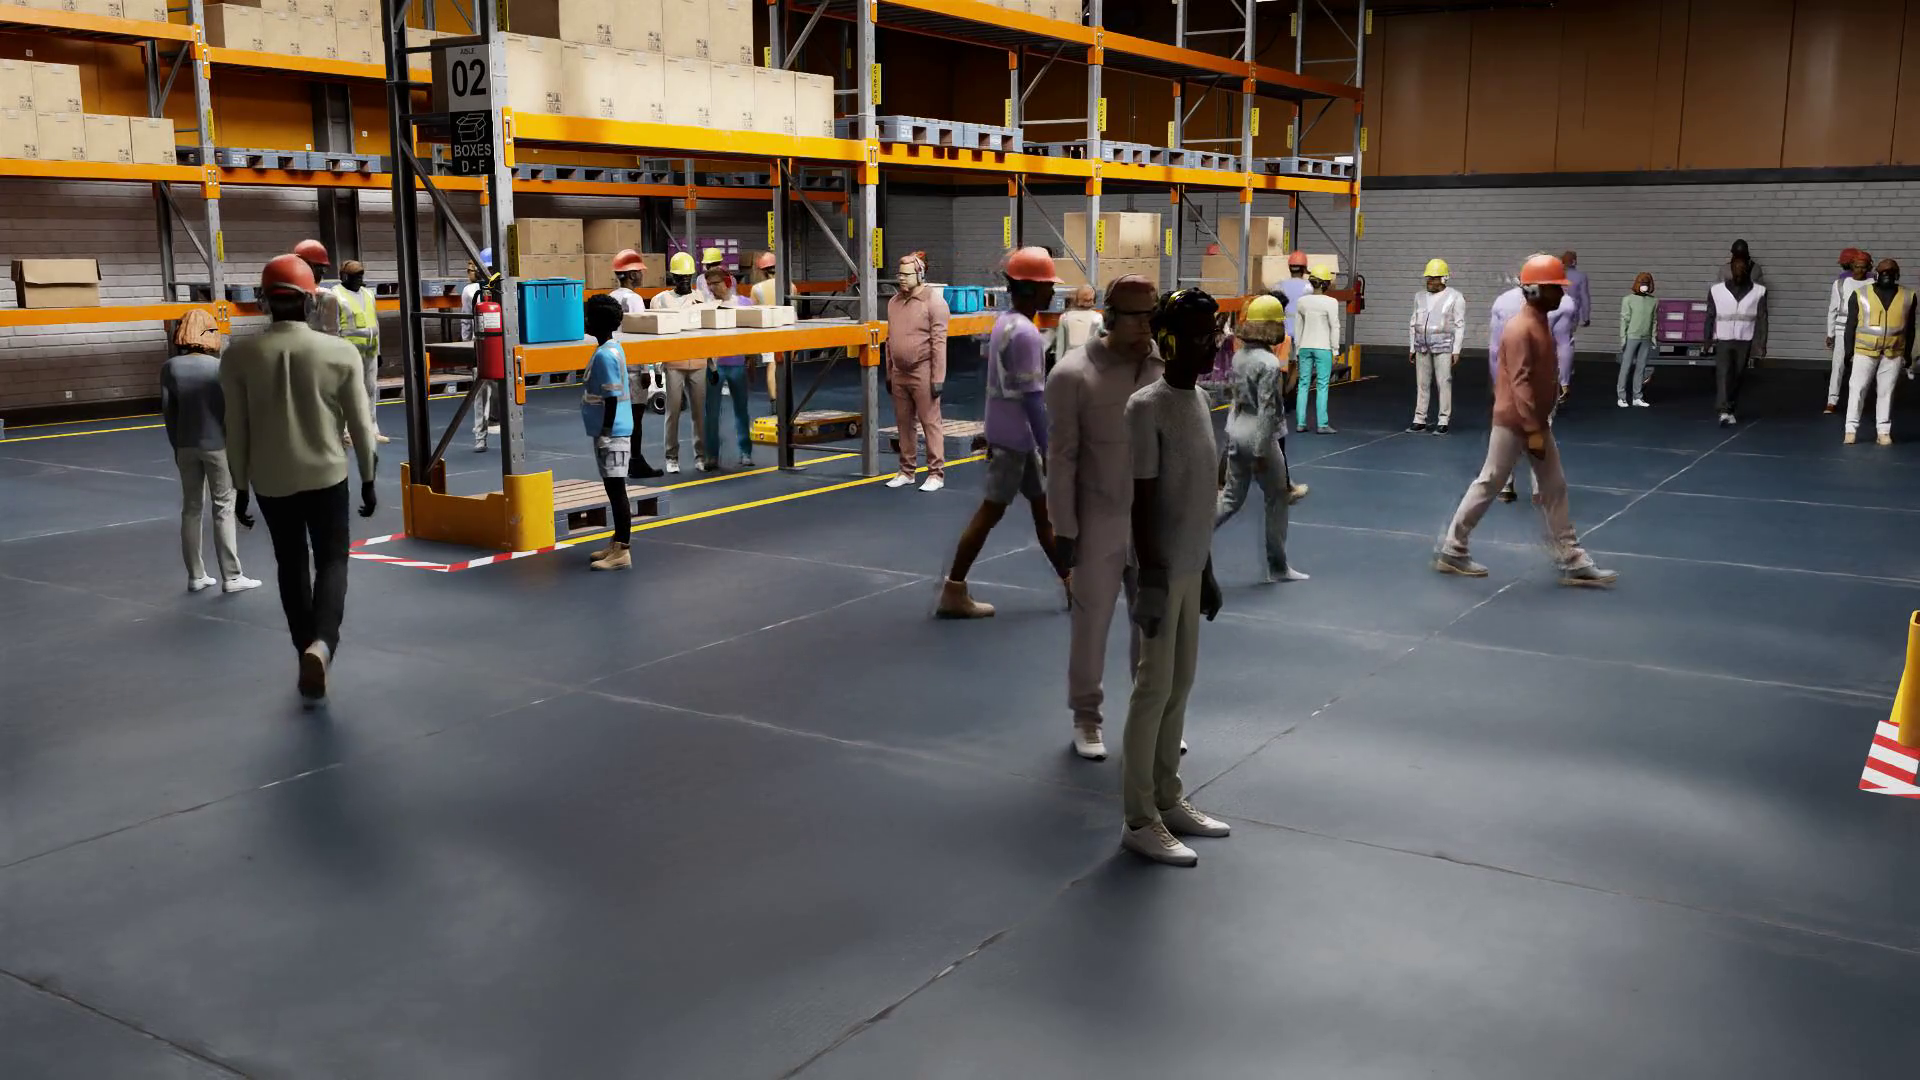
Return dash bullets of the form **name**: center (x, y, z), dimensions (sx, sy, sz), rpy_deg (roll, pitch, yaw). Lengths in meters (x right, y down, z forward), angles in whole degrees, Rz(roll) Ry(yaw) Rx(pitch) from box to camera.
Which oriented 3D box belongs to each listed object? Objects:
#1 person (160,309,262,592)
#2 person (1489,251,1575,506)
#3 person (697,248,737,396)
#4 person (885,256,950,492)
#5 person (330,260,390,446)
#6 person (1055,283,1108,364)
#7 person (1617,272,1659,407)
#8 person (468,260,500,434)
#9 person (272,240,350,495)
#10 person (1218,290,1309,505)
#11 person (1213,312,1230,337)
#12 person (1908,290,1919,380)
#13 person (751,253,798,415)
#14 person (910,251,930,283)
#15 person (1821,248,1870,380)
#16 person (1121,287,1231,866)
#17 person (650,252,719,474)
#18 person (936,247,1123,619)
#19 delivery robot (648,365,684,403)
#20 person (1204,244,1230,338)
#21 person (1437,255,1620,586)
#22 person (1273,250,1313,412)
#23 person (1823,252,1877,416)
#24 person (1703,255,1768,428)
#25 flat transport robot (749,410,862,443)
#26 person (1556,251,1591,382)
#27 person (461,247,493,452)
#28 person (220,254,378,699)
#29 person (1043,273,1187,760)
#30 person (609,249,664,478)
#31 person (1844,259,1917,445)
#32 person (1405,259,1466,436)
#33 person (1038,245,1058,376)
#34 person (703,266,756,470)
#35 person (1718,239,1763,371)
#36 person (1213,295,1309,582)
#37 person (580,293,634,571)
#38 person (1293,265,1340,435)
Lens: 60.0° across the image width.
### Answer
- **person**: center (-4.331, -0.508, 9.575), dimensions (0.500, 1.633, 0.285), rpy_deg (3, 11, 14)
- **person**: center (4.362, -1.226, 12.712), dimensions (0.635, 1.936, 0.353), rpy_deg (8, 13, 38)
- **person**: center (-3.184, -2.836, 21.682), dimensions (0.585, 1.920, 0.383), rpy_deg (3, 11, 18)
- **person**: center (-0.378, -1.343, 13.488), dimensions (0.640, 1.899, 0.395), rpy_deg (9, 14, 41)
- **person**: center (-5.951, -1.836, 16.398), dimensions (0.429, 1.832, 0.631), rpy_deg (5, 11, 24)
- **person**: center (1.157, -1.546, 15.353), dimensions (0.517, 1.620, 0.604), rpy_deg (6, 12, 29)
- **person**: center (8.250, -2.428, 20.214), dimensions (0.501, 1.631, 0.287), rpy_deg (-2, 11, -13)
- **person**: center (-4.973, -2.033, 17.438), dimensions (0.344, 1.847, 0.507), rpy_deg (0, 10, -1)
- **person**: center (-5.028, -1.306, 12.912), dimensions (0.629, 2.018, 0.598), rpy_deg (2, 10, 11)
- **person**: center (2.275, -1.053, 12.538), dimensions (0.895, 1.632, 0.593), rpy_deg (-9, 13, -40)
- **person**: center (3.845, -3.230, 24.648), dimensions (0.310, 1.636, 0.523), rpy_deg (1, 10, 7)
- **person**: center (13.541, -2.967, 23.252), dimensions (0.528, 1.612, 0.504), rpy_deg (3, 11, 14)
- **person**: center (-2.164, -2.401, 19.427), dimensions (0.544, 1.875, 0.998), rpy_deg (-1, 10, -7)
- **person**: center (-0.507, -2.601, 20.476), dimensions (0.354, 1.884, 0.576), rpy_deg (4, 11, 23)
- **person**: center (12.786, -3.228, 23.906), dimensions (0.687, 1.905, 0.568), rpy_deg (-4, 11, -22)
- **person**: center (0.721, 0.113, 5.481), dimensions (0.329, 1.872, 0.507), rpy_deg (6, 12, 30)
- **person**: center (-2.386, -1.532, 14.472), dimensions (0.589, 1.919, 0.397), rpy_deg (-5, 11, -25)
- **person**: center (0.351, -0.556, 8.880), dimensions (1.066, 1.984, 0.638), rpy_deg (-1, 10, -6)
- **delivery robot**: center (-3.616, -1.817, 19.554), dimensions (0.707, 0.478, 0.477), rpy_deg (4, 11, 19)
- **person**: center (4.042, -3.785, 26.835), dimensions (0.938, 1.951, 0.635), rpy_deg (2, 10, 8)
- **person**: center (3.331, -0.692, 9.777), dimensions (1.049, 1.943, 0.626), rpy_deg (8, 13, 38)
- **person**: center (3.942, -2.458, 19.629), dimensions (0.553, 1.914, 0.878), rpy_deg (6, 12, 29)
- **person**: center (10.349, -2.383, 19.260), dimensions (0.572, 1.887, 0.354), rpy_deg (6, 12, 32)
- **person**: center (8.431, -2.155, 18.075), dimensions (0.613, 1.859, 1.042), rpy_deg (3, 11, 17)
- **flat transport robot**: center (-1.547, -1.170, 17.018), dimensions (0.652, 0.197, 1.431), rpy_deg (7, 13, 35)
- **person**: center (8.613, -3.150, 23.597), dimensions (0.972, 1.848, 0.634), rpy_deg (-8, 13, -39)
- **person**: center (-4.452, -1.812, 15.922), dimensions (0.602, 1.949, 0.395), rpy_deg (-3, 11, -15)
- **person**: center (-2.930, -0.281, 7.410), dimensions (0.629, 1.966, 0.886), rpy_deg (-2, 11, -13)
- **person**: center (0.647, -0.084, 6.510), dimensions (0.647, 1.897, 0.399), rpy_deg (-4, 11, -20)
- **person**: center (-2.801, -1.497, 14.202), dimensions (0.354, 1.942, 0.545), rpy_deg (-9, 13, -40)
- **person**: center (9.097, -1.855, 16.469), dimensions (0.634, 1.839, 0.429), rpy_deg (3, 11, 17)
- **person**: center (4.933, -2.001, 17.302), dimensions (0.403, 1.827, 0.599), rpy_deg (-10, 14, -44)
- **person**: center (0.950, -2.574, 20.124), dimensions (0.643, 1.948, 0.661), rpy_deg (7, 12, 32)
- **person**: center (-2.088, -1.508, 14.691), dimensions (0.583, 1.796, 0.710), rpy_deg (-2, 10, -11)
- **person**: center (11.930, -3.611, 25.639), dimensions (0.684, 2.000, 0.538), rpy_deg (-1, 10, -6)
- **person**: center (1.654, -0.574, 9.741), dimensions (0.804, 1.714, 0.496), rpy_deg (-4, 11, -19)
- **person**: center (-2.172, -0.664, 10.254), dimensions (0.316, 1.700, 0.540), rpy_deg (-2, 10, -11)
- **person**: center (3.738, -1.986, 17.395), dimensions (0.533, 1.768, 0.310), rpy_deg (10, 14, 43)
